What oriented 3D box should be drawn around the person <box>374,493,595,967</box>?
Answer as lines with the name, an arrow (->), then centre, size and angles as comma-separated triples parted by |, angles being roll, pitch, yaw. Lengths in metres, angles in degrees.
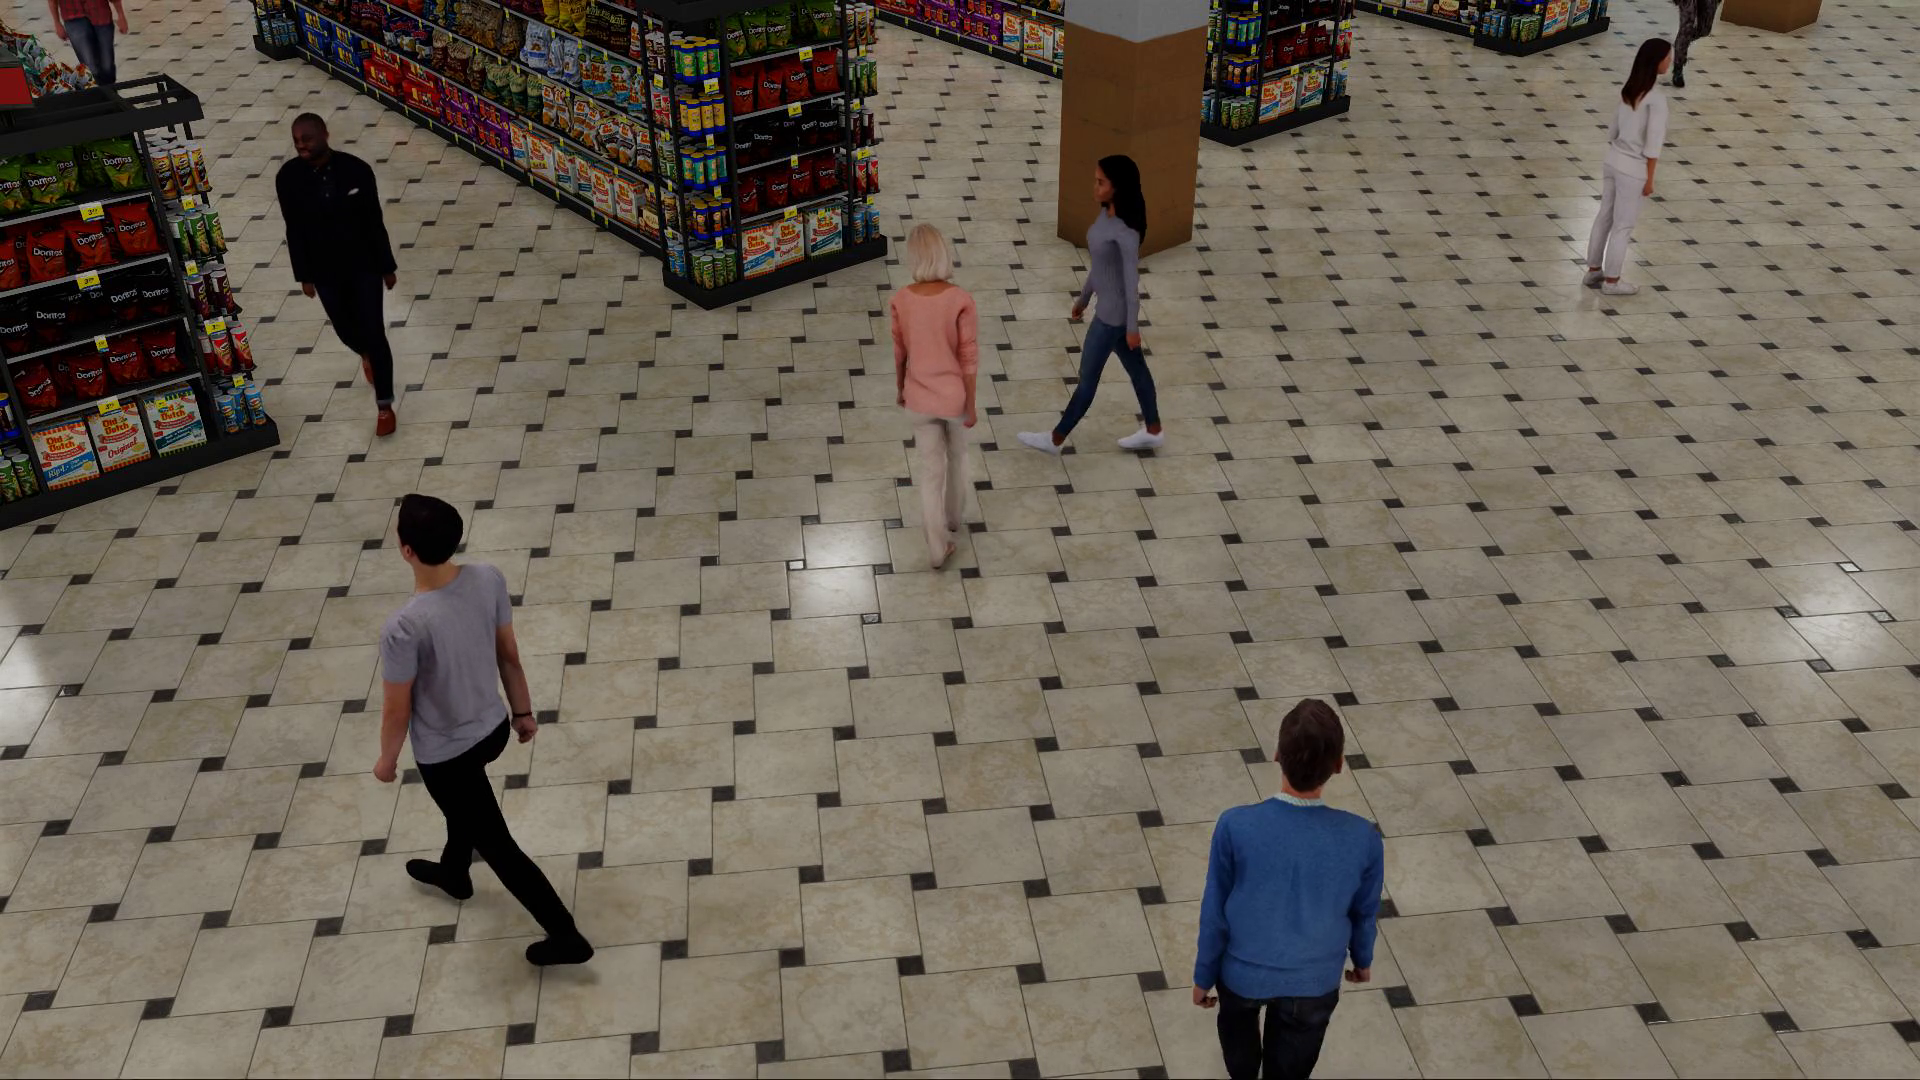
person -> -1.645, 0.731, 5.713 | 1.280, 1.828, 1.021 | 13, 34, 20

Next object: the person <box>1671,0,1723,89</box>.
person -> 6.667, -4.998, 15.036 | 0.859, 1.706, 0.912 | 3, 32, 5

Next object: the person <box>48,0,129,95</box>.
person -> -7.323, -4.371, 13.958 | 0.797, 1.780, 1.209 | -20, 37, -28

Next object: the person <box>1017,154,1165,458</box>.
person -> 0.931, -1.225, 8.978 | 1.076, 1.700, 1.092 | -1, 32, -2

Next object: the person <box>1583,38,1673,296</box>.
person -> 4.415, -2.459, 10.974 | 0.735, 1.686, 0.614 | -8, 33, -13

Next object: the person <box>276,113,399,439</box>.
person -> -3.462, -1.539, 9.405 | 1.077, 1.781, 1.273 | -6, 32, -10

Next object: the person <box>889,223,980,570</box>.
person -> -0.098, -0.644, 8.069 | 0.917, 1.675, 0.951 | 11, 34, 17

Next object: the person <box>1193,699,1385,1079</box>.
person -> 0.928, 1.309, 4.837 | 1.198, 1.773, 1.198 | 5, 32, 8
